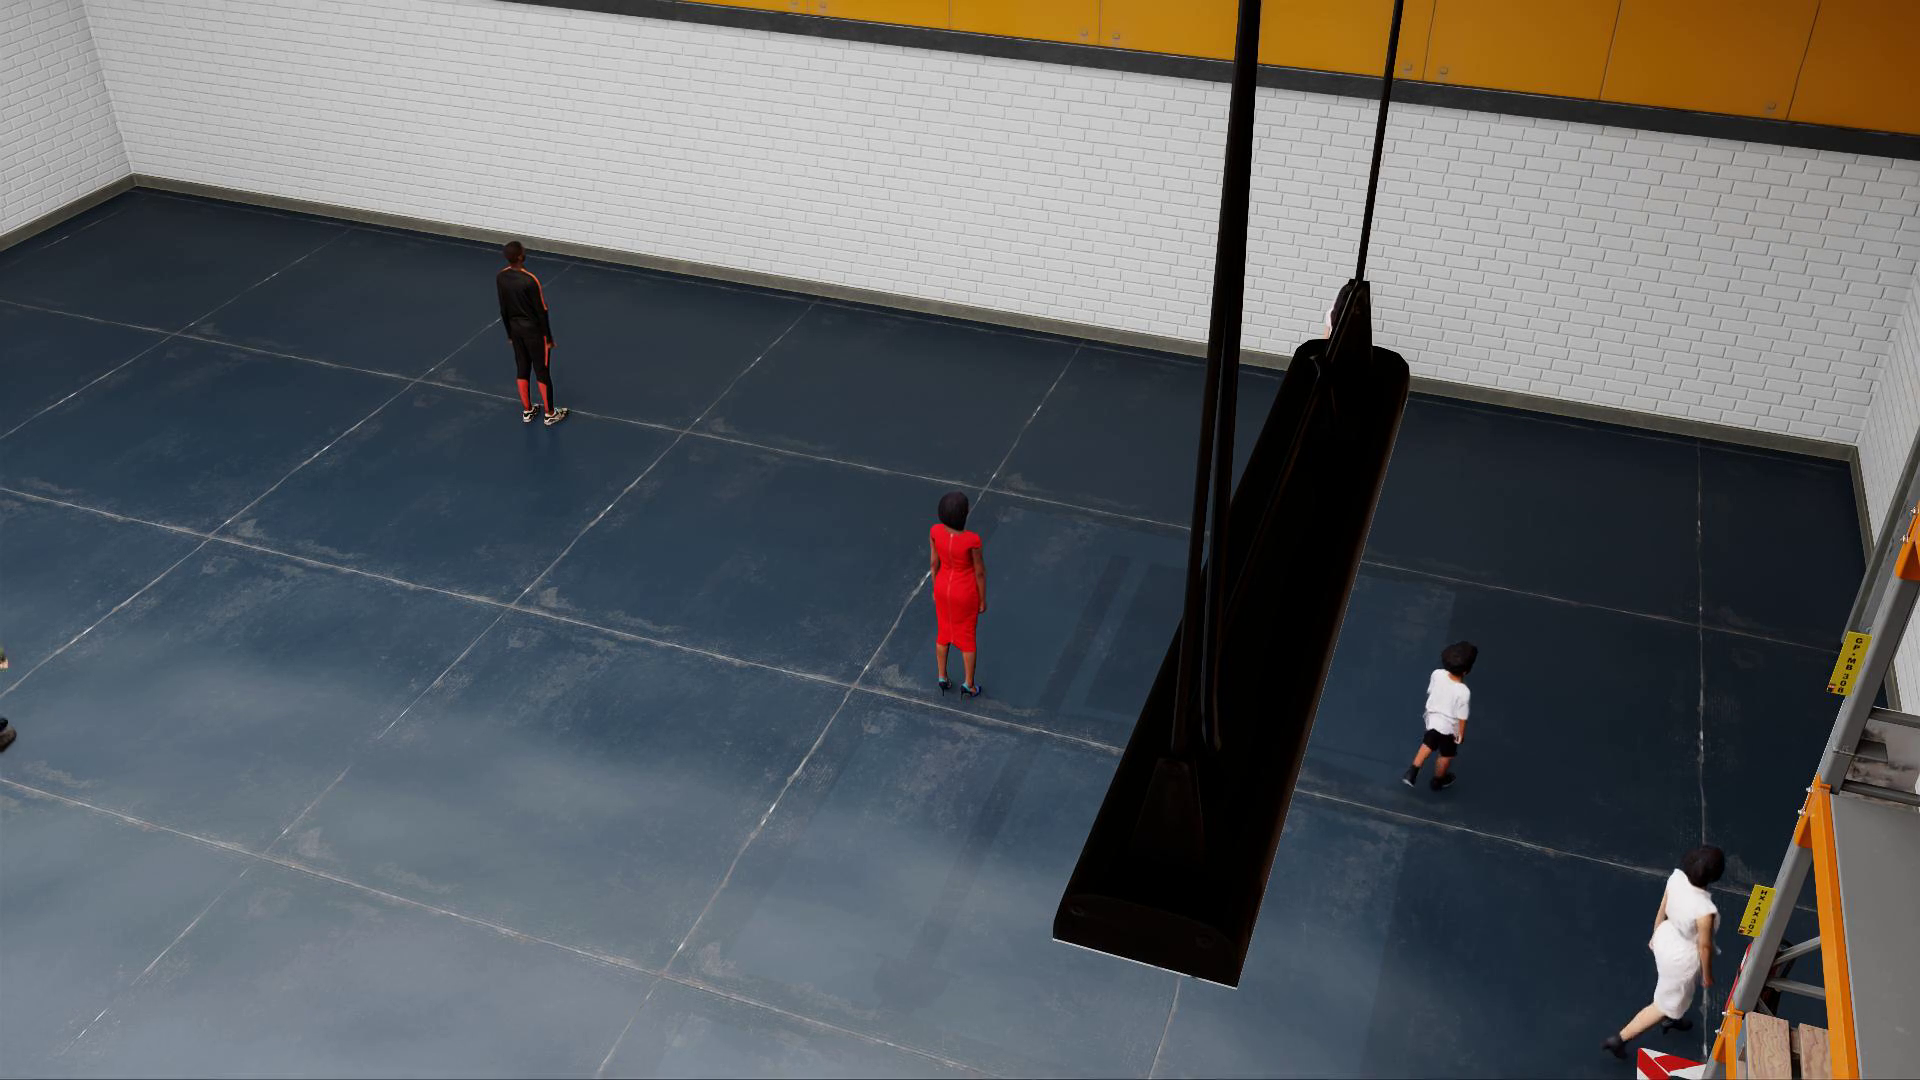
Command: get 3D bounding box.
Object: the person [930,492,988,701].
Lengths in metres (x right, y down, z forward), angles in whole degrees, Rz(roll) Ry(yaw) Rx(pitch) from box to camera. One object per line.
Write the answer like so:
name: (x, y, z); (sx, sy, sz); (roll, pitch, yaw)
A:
person: (-0.025, 0.406, 11.990); (0.581, 1.743, 0.516); (15, 36, 21)

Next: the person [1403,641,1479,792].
person: (3.231, 1.222, 11.209); (0.771, 1.249, 0.674); (-23, 40, -30)

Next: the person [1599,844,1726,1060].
person: (3.962, 2.341, 9.272); (0.871, 1.530, 0.920); (-5, 34, -7)

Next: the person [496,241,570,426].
person: (-4.018, -1.928, 15.444); (0.615, 1.808, 0.524); (12, 35, 17)
